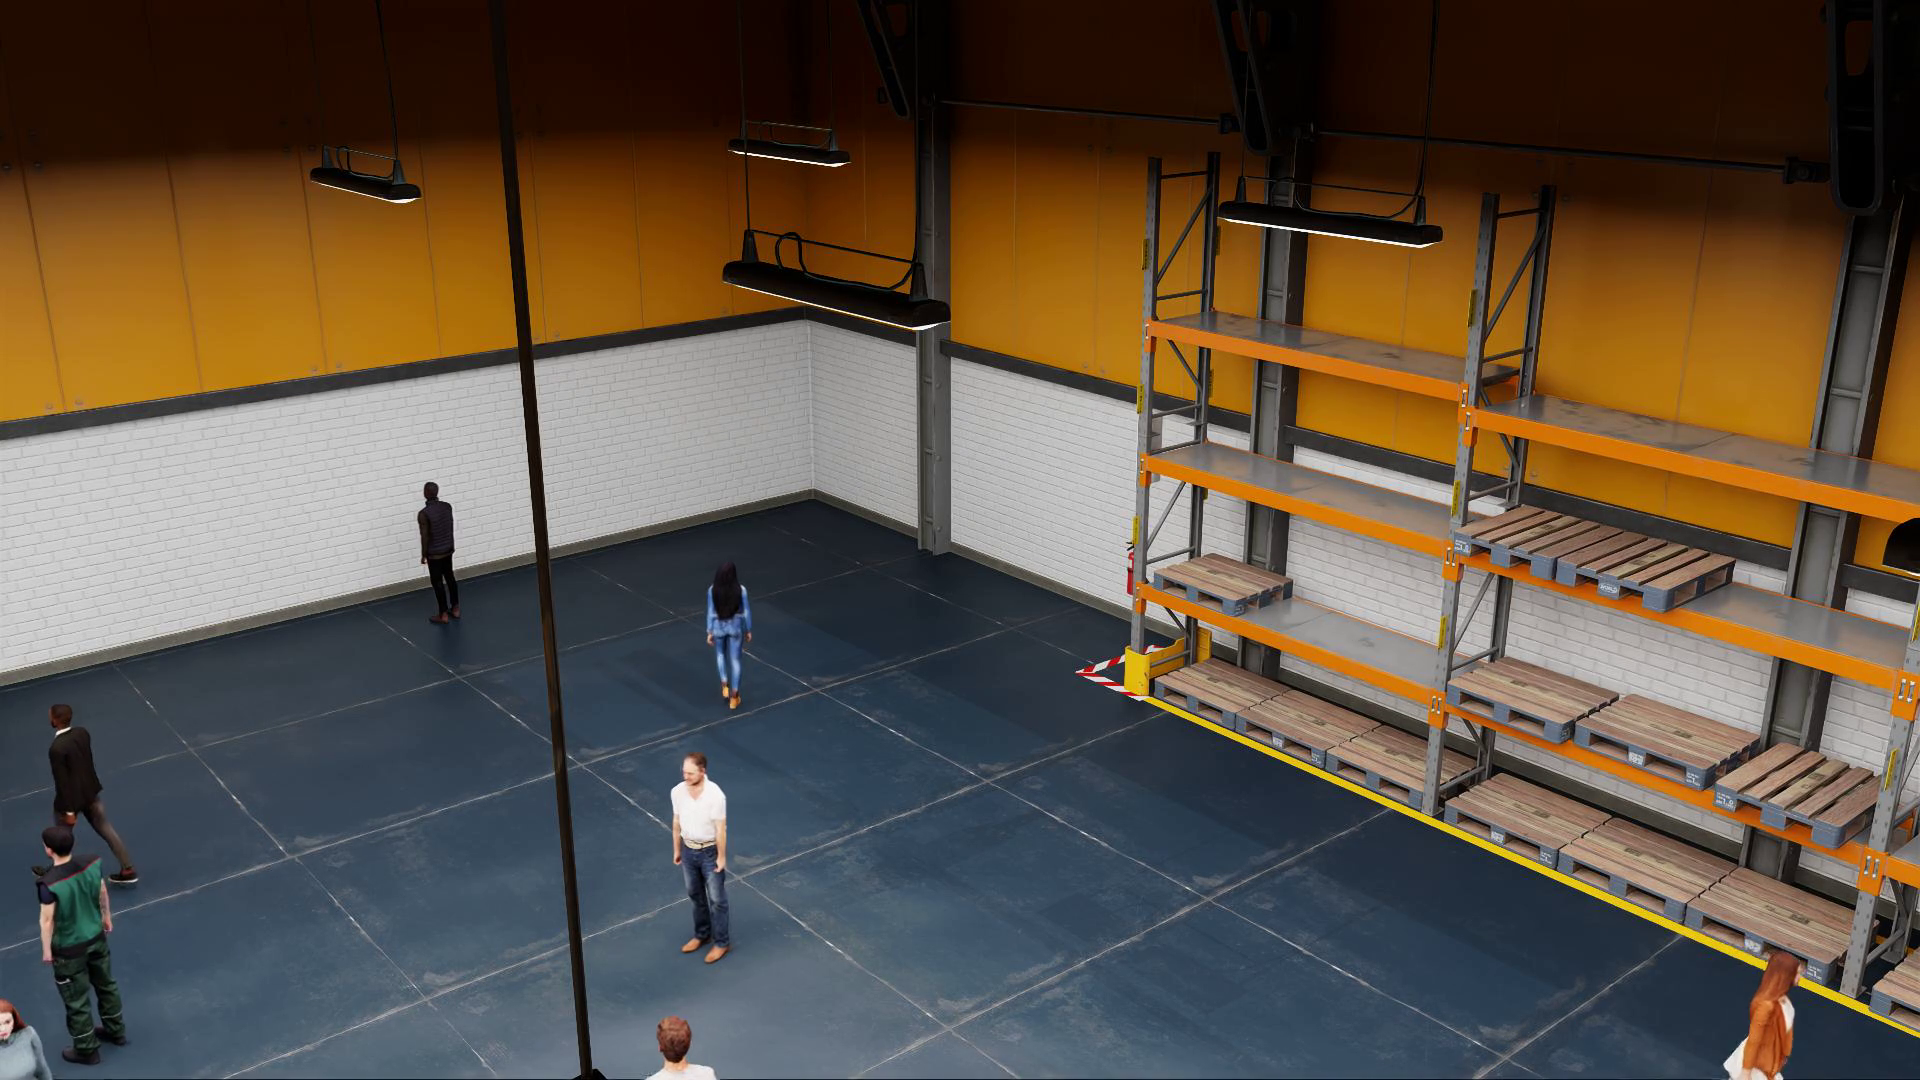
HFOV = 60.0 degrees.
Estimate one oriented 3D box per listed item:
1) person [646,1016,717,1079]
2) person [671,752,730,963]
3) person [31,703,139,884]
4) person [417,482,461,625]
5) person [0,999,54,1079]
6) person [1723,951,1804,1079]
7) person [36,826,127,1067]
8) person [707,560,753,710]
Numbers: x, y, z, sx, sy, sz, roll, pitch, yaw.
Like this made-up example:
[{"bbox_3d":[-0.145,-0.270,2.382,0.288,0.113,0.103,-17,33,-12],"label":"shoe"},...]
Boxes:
[{"bbox_3d":[-1.663,3.788,10.059,0.825,1.890,0.990,-7,20,-21],"label":"person"},{"bbox_3d":[-2.112,2.566,13.749,0.668,1.849,0.801,10,21,26],"label":"person"},{"bbox_3d":[-7.698,2.300,14.701,1.272,1.746,1.176,3,19,8],"label":"person"},{"bbox_3d":[-6.570,0.142,20.969,0.722,1.835,0.767,10,21,26],"label":"person"},{"bbox_3d":[-6.048,3.670,10.654,0.763,1.733,0.631,16,24,39],"label":"person"},{"bbox_3d":[5.296,3.506,11.228,1.172,1.677,0.864,11,22,31],"label":"person"},{"bbox_3d":[-6.570,2.991,12.415,0.764,1.896,0.771,6,20,18],"label":"person"},{"bbox_3d":[-2.568,1.070,18.425,0.834,1.701,0.893,0,19,0],"label":"person"}]
